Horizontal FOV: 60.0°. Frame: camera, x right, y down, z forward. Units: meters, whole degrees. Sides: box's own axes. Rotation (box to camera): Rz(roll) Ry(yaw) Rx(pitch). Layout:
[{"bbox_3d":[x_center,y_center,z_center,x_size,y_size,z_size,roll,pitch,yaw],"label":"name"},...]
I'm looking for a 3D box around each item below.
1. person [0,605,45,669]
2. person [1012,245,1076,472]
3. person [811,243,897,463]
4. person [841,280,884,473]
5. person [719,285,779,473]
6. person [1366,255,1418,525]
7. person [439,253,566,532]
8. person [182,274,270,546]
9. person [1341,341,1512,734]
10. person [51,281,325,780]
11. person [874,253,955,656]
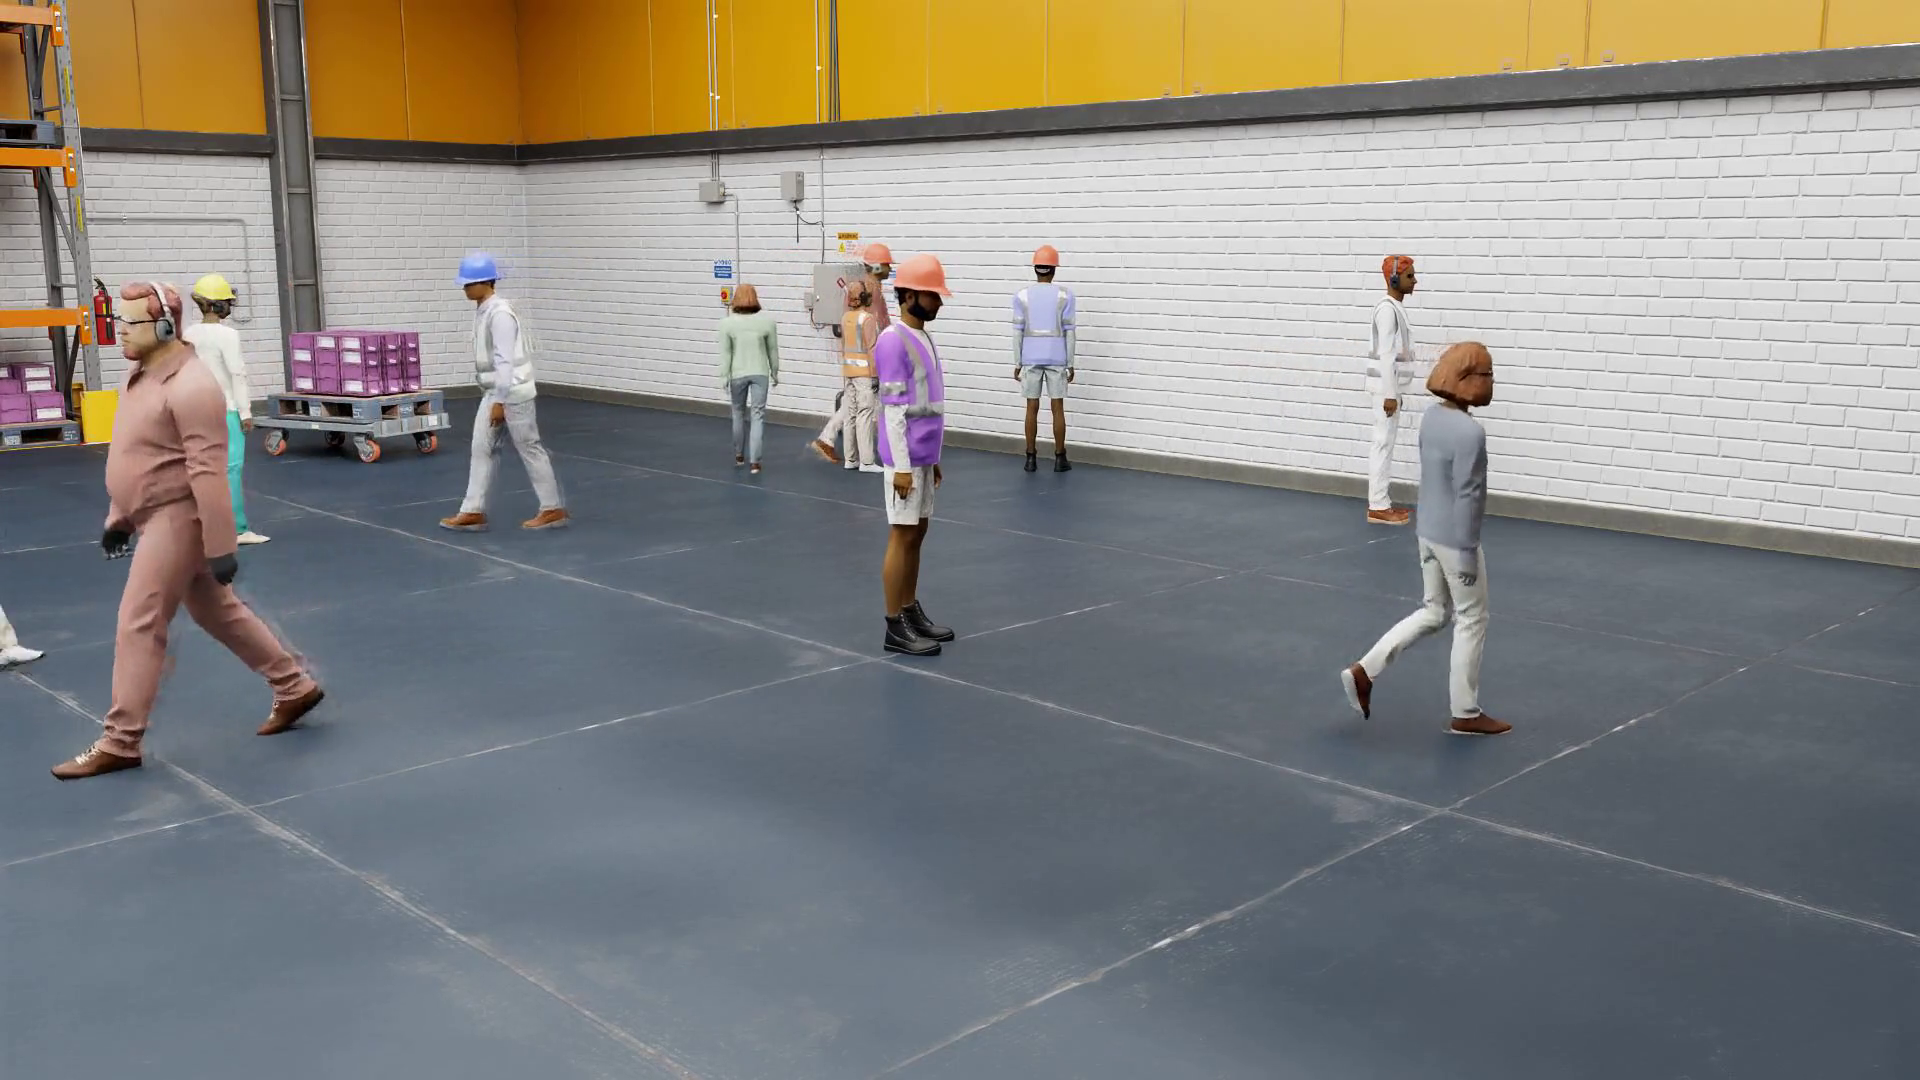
[{"bbox_3d":[-4.646,-0.153,7.556,0.816,1.597,0.538,2,11,12],"label":"person"},{"bbox_3d":[0.724,-1.546,14.251,0.546,1.939,0.375,2,11,10],"label":"person"},{"bbox_3d":[-0.852,-1.648,14.770,0.971,1.964,0.628,0,10,-2],"label":"person"},{"bbox_3d":[-0.844,-1.392,14.224,0.309,1.641,0.513,-7,12,-33],"label":"person"},{"bbox_3d":[-1.824,-1.408,14.446,0.501,1.596,0.816,-1,10,-4],"label":"person"},{"bbox_3d":[3.047,-1.057,11.741,0.355,1.883,0.575,3,11,16],"label":"person"},{"bbox_3d":[-3.131,-0.974,11.230,0.920,1.893,0.617,-7,13,-34],"label":"person"},{"bbox_3d":[-4.832,-0.842,10.883,0.524,1.770,0.315,5,12,27],"label":"person"},{"bbox_3d":[1.915,0.005,6.680,0.629,1.610,0.509,-1,10,-8],"label":"person"},{"bbox_3d":[-2.991,-0.067,6.417,1.003,1.864,0.641,-7,13,-35],"label":"person"},{"bbox_3d":[-0.211,-0.415,8.096,0.359,1.936,0.544,3,11,14],"label":"person"}]
